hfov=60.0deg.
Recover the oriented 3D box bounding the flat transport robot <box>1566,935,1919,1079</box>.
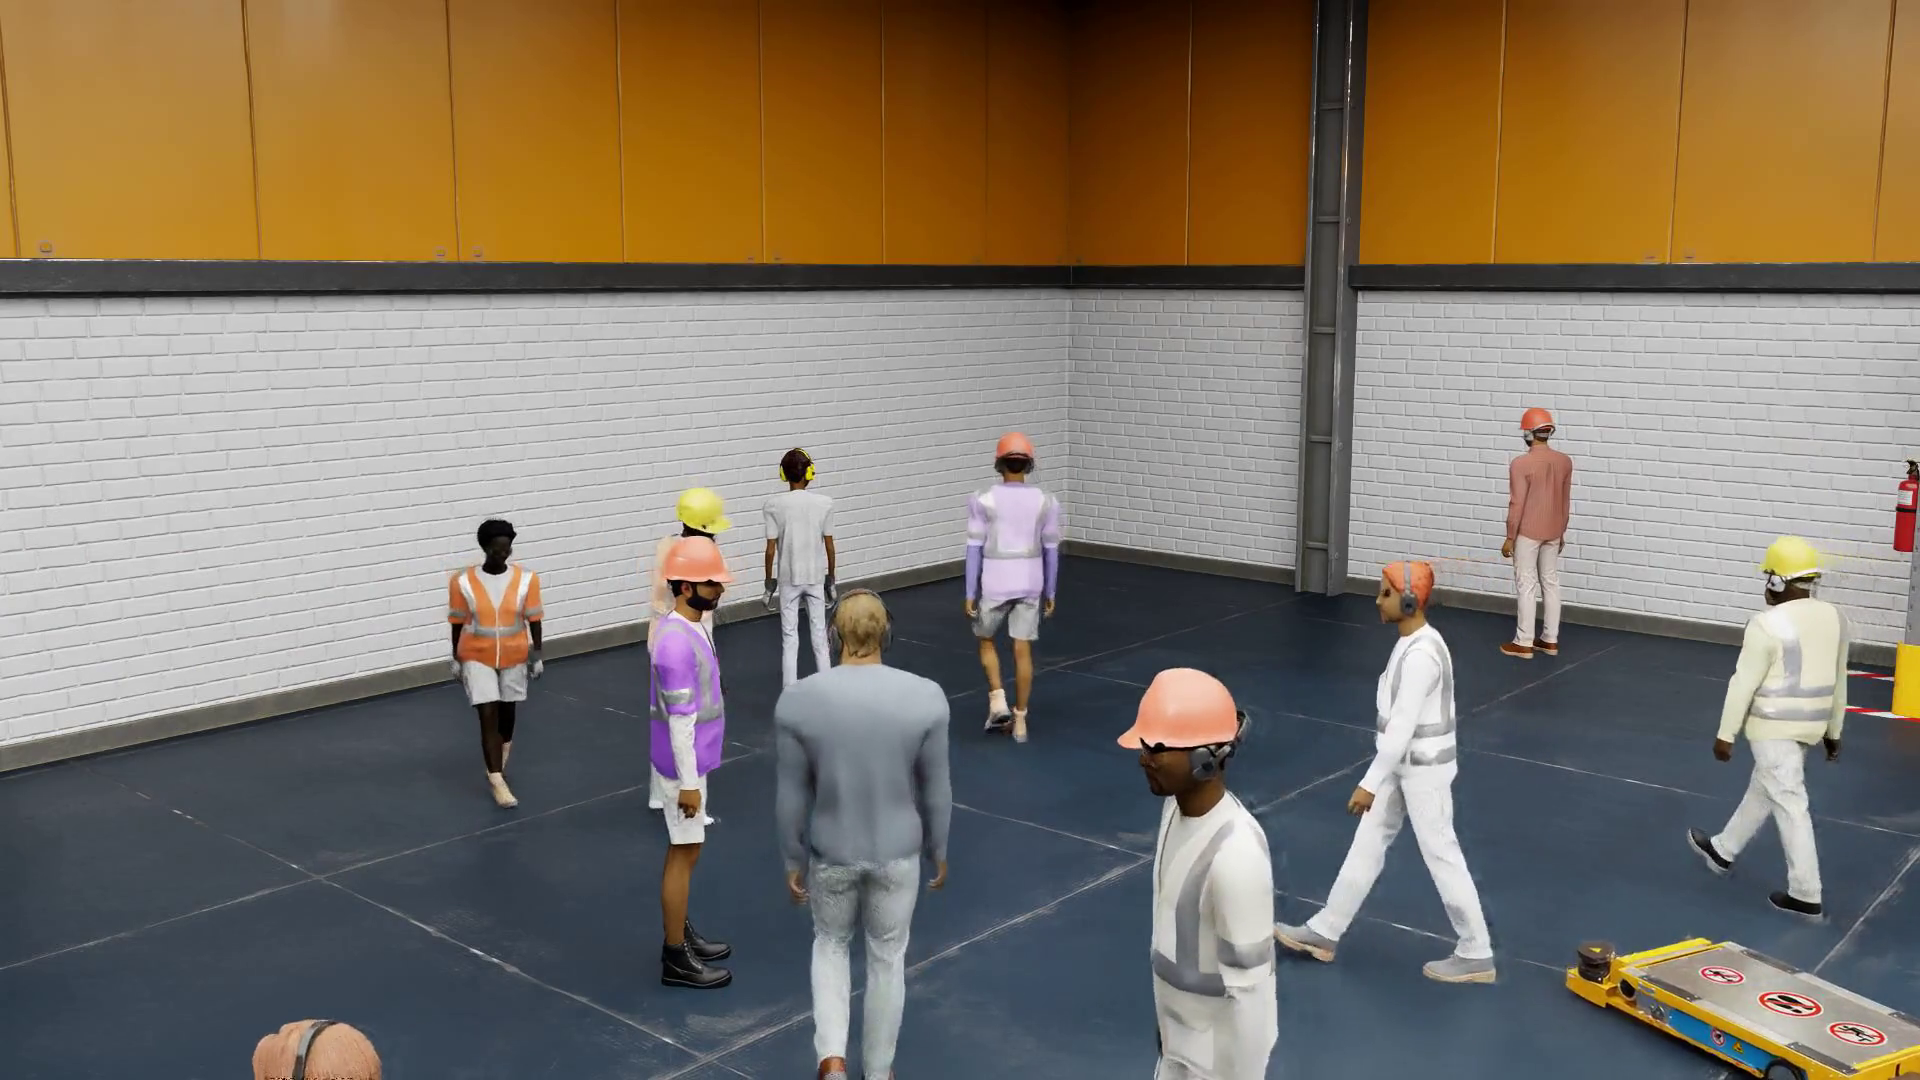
[{"bbox_3d":[3.156,1.872,6.500,0.652,0.197,1.431,-4,10,-26],"label":"flat transport robot"}]

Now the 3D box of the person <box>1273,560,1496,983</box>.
[{"bbox_3d":[1.877,0.994,7.138,0.969,1.832,0.577,1,9,8],"label":"person"}]

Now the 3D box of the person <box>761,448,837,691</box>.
[{"bbox_3d":[-1.096,0.310,11.332,0.521,1.864,0.334,-2,9,-14],"label":"person"}]

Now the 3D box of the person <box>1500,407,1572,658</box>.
[{"bbox_3d":[4.569,-0.059,13.241,0.623,1.989,0.400,-4,10,-25],"label":"person"}]

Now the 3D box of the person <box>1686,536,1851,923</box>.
[{"bbox_3d":[3.887,0.868,8.044,0.621,1.785,0.898,-4,10,-25],"label":"person"}]

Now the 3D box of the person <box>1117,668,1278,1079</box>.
[{"bbox_3d":[0.748,1.326,4.482,0.681,2.021,0.631,-1,9,-5],"label":"person"}]

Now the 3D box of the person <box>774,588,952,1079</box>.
[{"bbox_3d":[-0.341,1.129,6.009,0.631,1.923,0.455,0,9,1],"label":"person"}]

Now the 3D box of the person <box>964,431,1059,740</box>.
[{"bbox_3d":[0.333,0.303,10.855,0.628,2.025,0.459,-2,9,-10],"label":"person"}]

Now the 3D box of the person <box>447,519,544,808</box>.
[{"bbox_3d":[-2.717,0.667,9.733,0.538,1.661,0.820,-4,10,-24],"label":"person"}]

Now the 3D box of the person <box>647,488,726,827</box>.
[{"bbox_3d":[-1.539,0.632,9.247,0.401,1.883,0.657,-5,10,-27],"label":"person"}]

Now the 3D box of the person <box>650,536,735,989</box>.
[{"bbox_3d":[-1.137,0.939,7.146,0.376,1.935,0.550,-1,9,-6],"label":"person"}]

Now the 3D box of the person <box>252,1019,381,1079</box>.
[{"bbox_3d":[-1.151,1.719,3.267,0.789,1.612,0.512,0,9,2],"label":"person"}]
